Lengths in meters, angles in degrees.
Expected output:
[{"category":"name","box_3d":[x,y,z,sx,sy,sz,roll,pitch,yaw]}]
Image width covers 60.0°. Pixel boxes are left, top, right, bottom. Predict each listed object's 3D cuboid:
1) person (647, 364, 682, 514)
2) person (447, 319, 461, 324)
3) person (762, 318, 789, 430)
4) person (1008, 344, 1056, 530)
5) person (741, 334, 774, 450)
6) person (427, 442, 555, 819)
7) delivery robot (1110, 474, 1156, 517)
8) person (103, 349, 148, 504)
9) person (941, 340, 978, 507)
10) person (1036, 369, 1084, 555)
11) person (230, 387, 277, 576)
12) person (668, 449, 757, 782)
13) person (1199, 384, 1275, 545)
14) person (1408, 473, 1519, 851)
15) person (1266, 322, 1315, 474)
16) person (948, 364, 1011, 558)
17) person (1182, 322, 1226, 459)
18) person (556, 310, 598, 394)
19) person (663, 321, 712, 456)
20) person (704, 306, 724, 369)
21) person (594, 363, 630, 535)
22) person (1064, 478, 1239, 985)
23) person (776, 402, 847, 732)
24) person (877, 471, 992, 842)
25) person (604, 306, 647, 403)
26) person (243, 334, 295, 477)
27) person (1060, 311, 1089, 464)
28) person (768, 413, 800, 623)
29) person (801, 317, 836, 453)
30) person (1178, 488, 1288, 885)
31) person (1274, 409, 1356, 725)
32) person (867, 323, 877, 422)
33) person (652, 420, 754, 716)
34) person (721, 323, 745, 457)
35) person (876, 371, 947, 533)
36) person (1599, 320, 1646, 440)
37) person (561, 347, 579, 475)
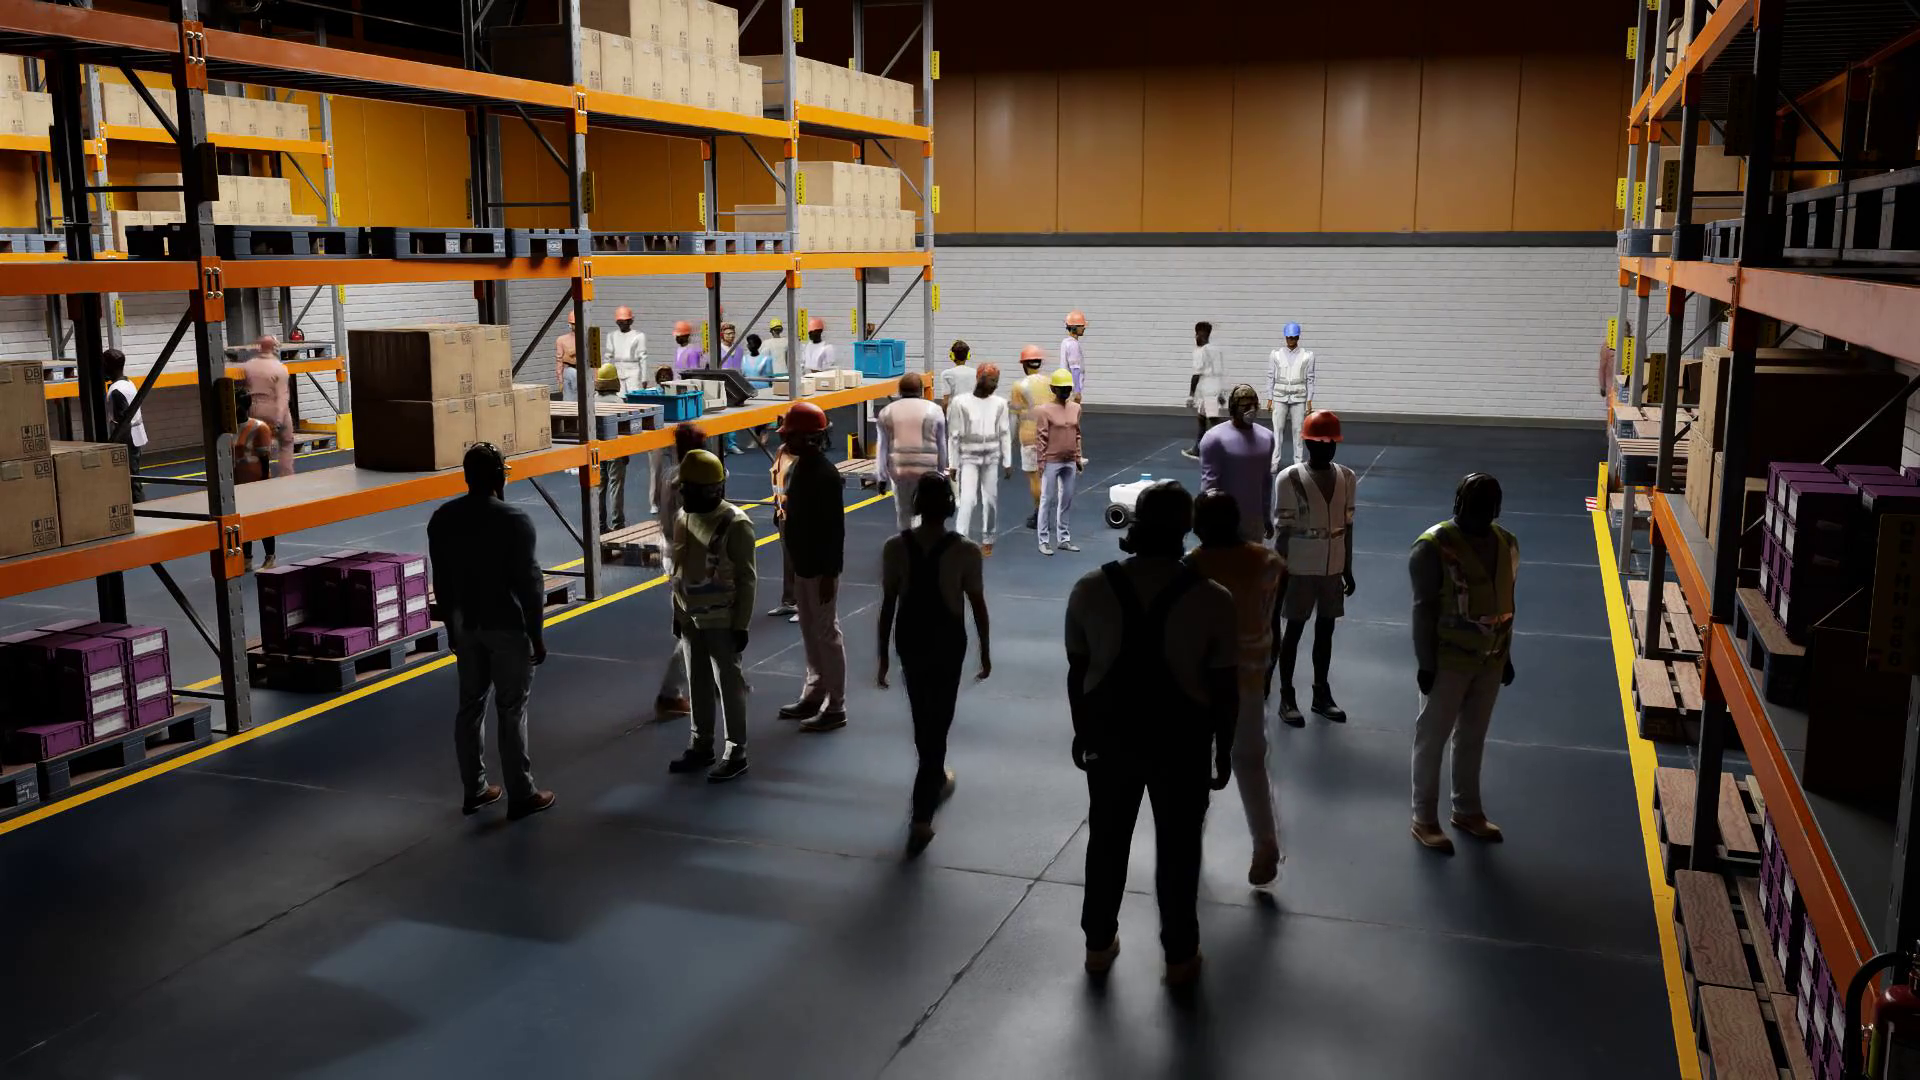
[{"category":"person","box_3d":[-3.206,-1.096,18.138,0.523,1.632,0.309,-2,10,-11]},{"category":"person","box_3d":[-7.243,-2.217,23.750,0.655,1.887,0.800,-9,14,-42]},{"category":"person","box_3d":[-2.908,-2.628,26.394,0.535,1.767,0.316,-7,12,-35]},{"category":"person","box_3d":[0.733,-1.055,17.139,0.537,1.906,0.589,-7,13,-36]},{"category":"person","box_3d":[-2.926,-2.172,24.133,0.540,1.663,0.837,4,11,21]},{"category":"person","box_3d":[-2.390,0.462,8.504,0.632,1.940,0.368,4,11,19]},{"category":"delivery robot","box_3d":[1.926,-0.442,17.226,0.707,0.478,0.477,4,11,23]},{"category":"person","box_3d":[-8.185,-0.917,16.330,0.373,1.916,0.596,-4,11,-21]},{"category":"person","box_3d":[-0.001,-1.299,18.629,0.538,1.866,0.312,-5,11,-24]},{"category":"person","box_3d":[0.957,-0.741,15.770,0.533,1.767,0.323,-7,12,-34]},{"category":"person","box_3d":[-6.315,-0.516,14.721,0.530,1.689,0.322,2,10,13]},{"category":"person","box_3d":[-1.379,0.409,9.111,0.600,1.827,0.404,8,13,39]},{"category":"person","box_3d":[2.002,-0.156,11.982,0.627,1.941,0.374,-5,11,-27]},{"category":"person","box_3d":[2.470,0.582,8.116,0.624,1.841,0.430,-5,11,-25]},{"category":"person","box_3d":[4.220,-1.810,21.273,0.605,1.948,0.390,3,10,15]},{"category":"person","box_3d":[0.180,-0.702,15.385,0.627,1.832,0.640,-4,11,-21]},{"category":"person","box_3d":[3.355,-1.980,22.446,0.894,1.889,0.648,7,12,33]},{"category":"person","box_3d":[-5.481,-2.294,23.866,0.612,1.995,0.376,-5,11,-27]},{"category":"person","box_3d":[-3.746,-2.122,23.225,0.940,1.892,0.545,-6,12,-31]},{"category":"person","box_3d":[-4.005,-2.969,27.783,0.995,1.958,0.608,-2,10,-10]},{"category":"person","box_3d":[-3.512,-0.904,16.742,0.490,1.746,0.284,6,12,32]},{"category":"person","box_3d":[0.776,0.744,6.630,0.686,2.000,0.535,3,11,17]},{"category":"person","box_3d":[-0.898,0.158,10.056,0.395,1.993,0.614,-4,11,-24]},{"category":"person","box_3d":[-0.133,0.561,8.346,0.526,1.802,0.953,2,10,14]},{"category":"person","box_3d":[-4.916,-2.415,24.428,0.632,2.036,0.411,3,11,17]},{"category":"person","box_3d":[-8.183,-1.485,19.629,0.635,1.883,0.782,3,11,18]},{"category":"person","box_3d":[1.529,-2.036,22.278,0.377,2.045,0.605,-1,10,-8]},{"category":"person","box_3d":[-1.297,-0.183,12.973,0.311,1.642,0.513,-7,12,-35]},{"category":"person","box_3d":[-2.030,-2.157,23.297,0.554,1.920,0.421,8,13,39]},{"category":"person","box_3d":[1.228,0.671,7.690,0.616,1.815,0.821,-1,10,-8]},{"category":"person","box_3d":[2.182,0.166,10.177,0.552,1.937,0.356,-4,11,-19]},{"category":"person","box_3d":[-1.511,-2.769,27.544,0.309,1.641,0.515,-4,11,-22]},{"category":"person","box_3d":[-1.653,0.160,10.431,0.663,1.849,0.577,-3,10,-14]},{"category":"person","box_3d":[-3.243,-2.091,23.141,0.391,1.846,0.564,9,14,43]},{"category":"person","box_3d":[-0.440,-0.595,14.828,0.612,1.809,0.820,2,10,12]},{"category":"person","box_3d":[9.560,-2.258,24.045,0.630,1.870,0.961,2,10,14]},{"category":"person","box_3d":[-4.937,-1.655,21.284,0.286,1.633,0.501,-5,11,-28]}]
